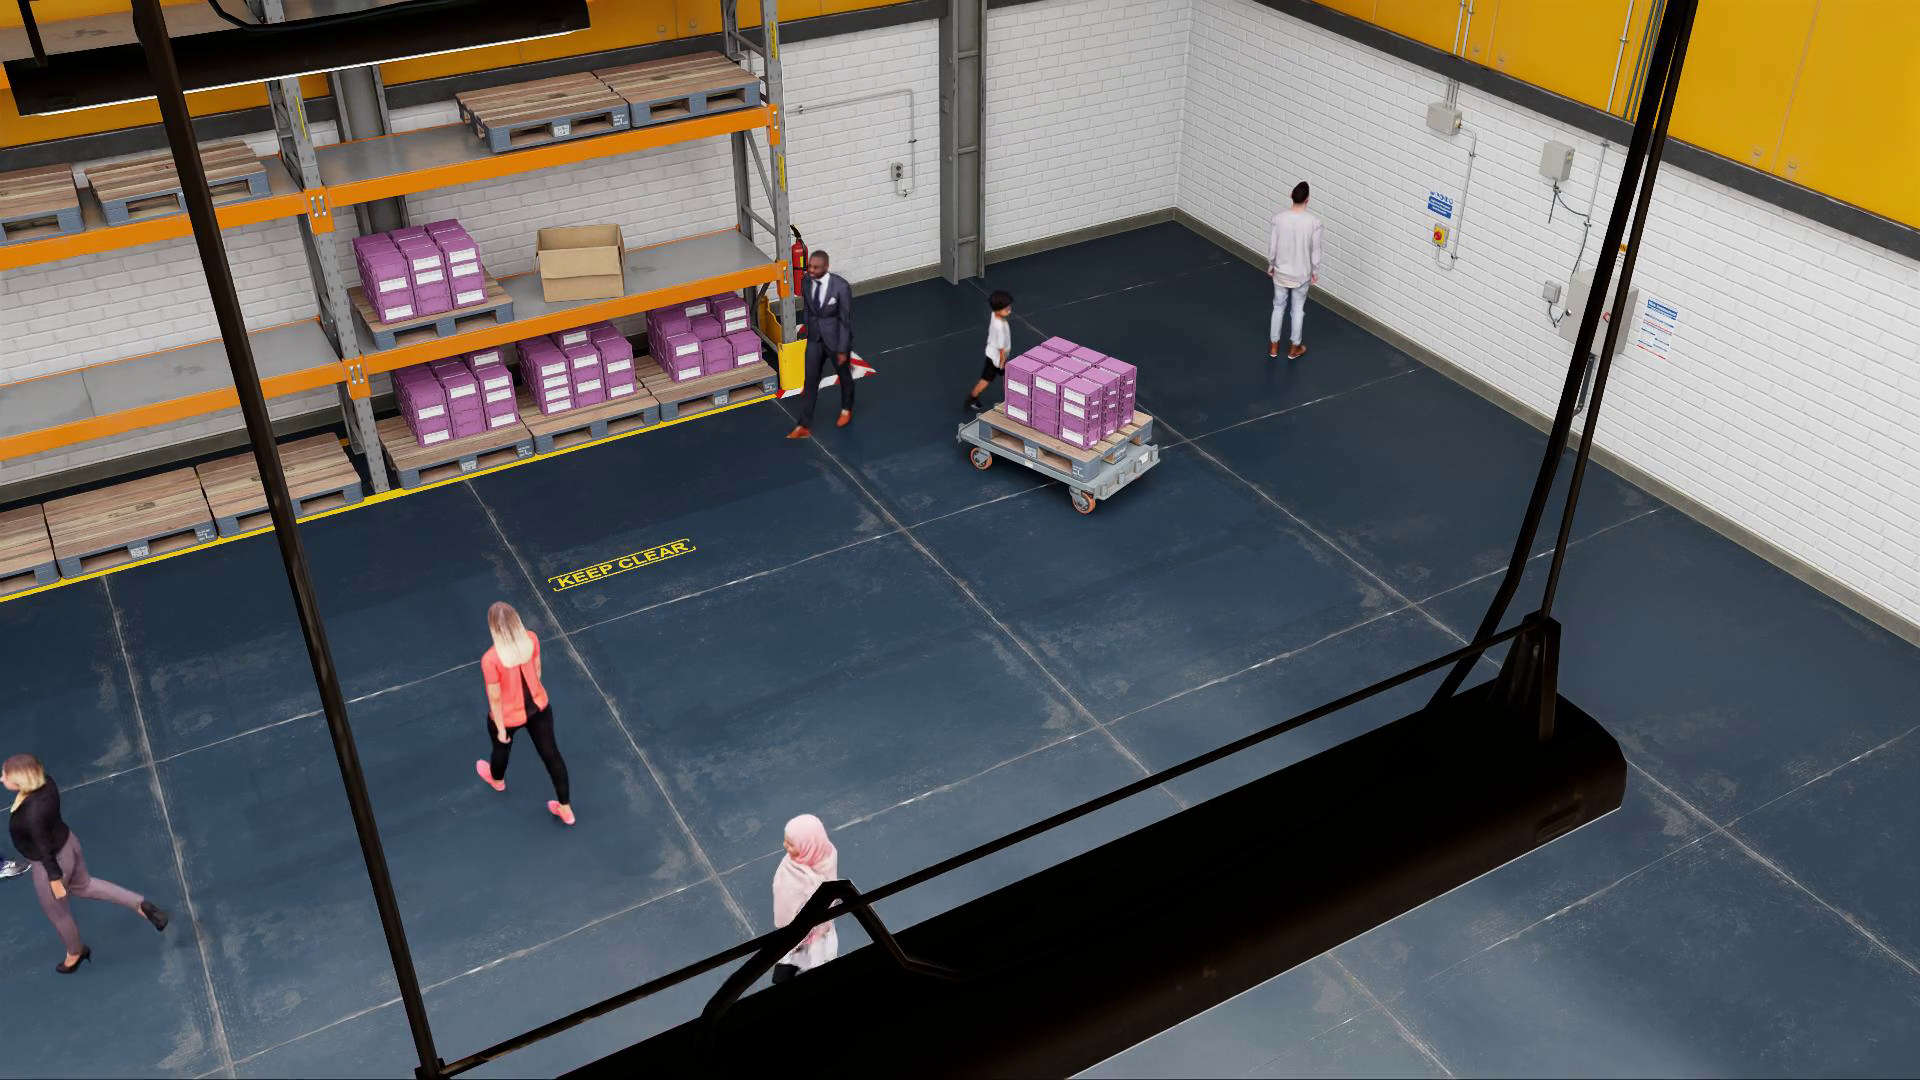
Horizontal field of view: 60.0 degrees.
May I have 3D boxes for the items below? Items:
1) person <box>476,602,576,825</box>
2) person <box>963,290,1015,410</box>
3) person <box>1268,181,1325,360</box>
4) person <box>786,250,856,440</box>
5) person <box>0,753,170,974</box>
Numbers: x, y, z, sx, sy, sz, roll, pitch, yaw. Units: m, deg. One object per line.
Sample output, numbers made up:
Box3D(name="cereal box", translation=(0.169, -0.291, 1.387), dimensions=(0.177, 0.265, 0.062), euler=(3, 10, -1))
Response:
Box3D(name="person", translation=(-2.783, 1.172, 10.785), dimensions=(0.896, 1.647, 1.095), euler=(26, 42, 34))
Box3D(name="person", translation=(0.287, -1.752, 15.557), dimensions=(0.928, 1.234, 0.694), euler=(-7, 34, -10))
Box3D(name="person", translation=(3.281, -2.661, 16.378), dimensions=(0.767, 1.840, 0.789), euler=(13, 36, 19))
Box3D(name="person", translation=(-1.150, -1.827, 15.172), dimensions=(1.094, 1.787, 1.246), euler=(15, 36, 21))
Box3D(name="person", translation=(-5.178, 1.876, 9.722), dimensions=(0.978, 1.651, 0.748), euler=(-9, 35, -13))
